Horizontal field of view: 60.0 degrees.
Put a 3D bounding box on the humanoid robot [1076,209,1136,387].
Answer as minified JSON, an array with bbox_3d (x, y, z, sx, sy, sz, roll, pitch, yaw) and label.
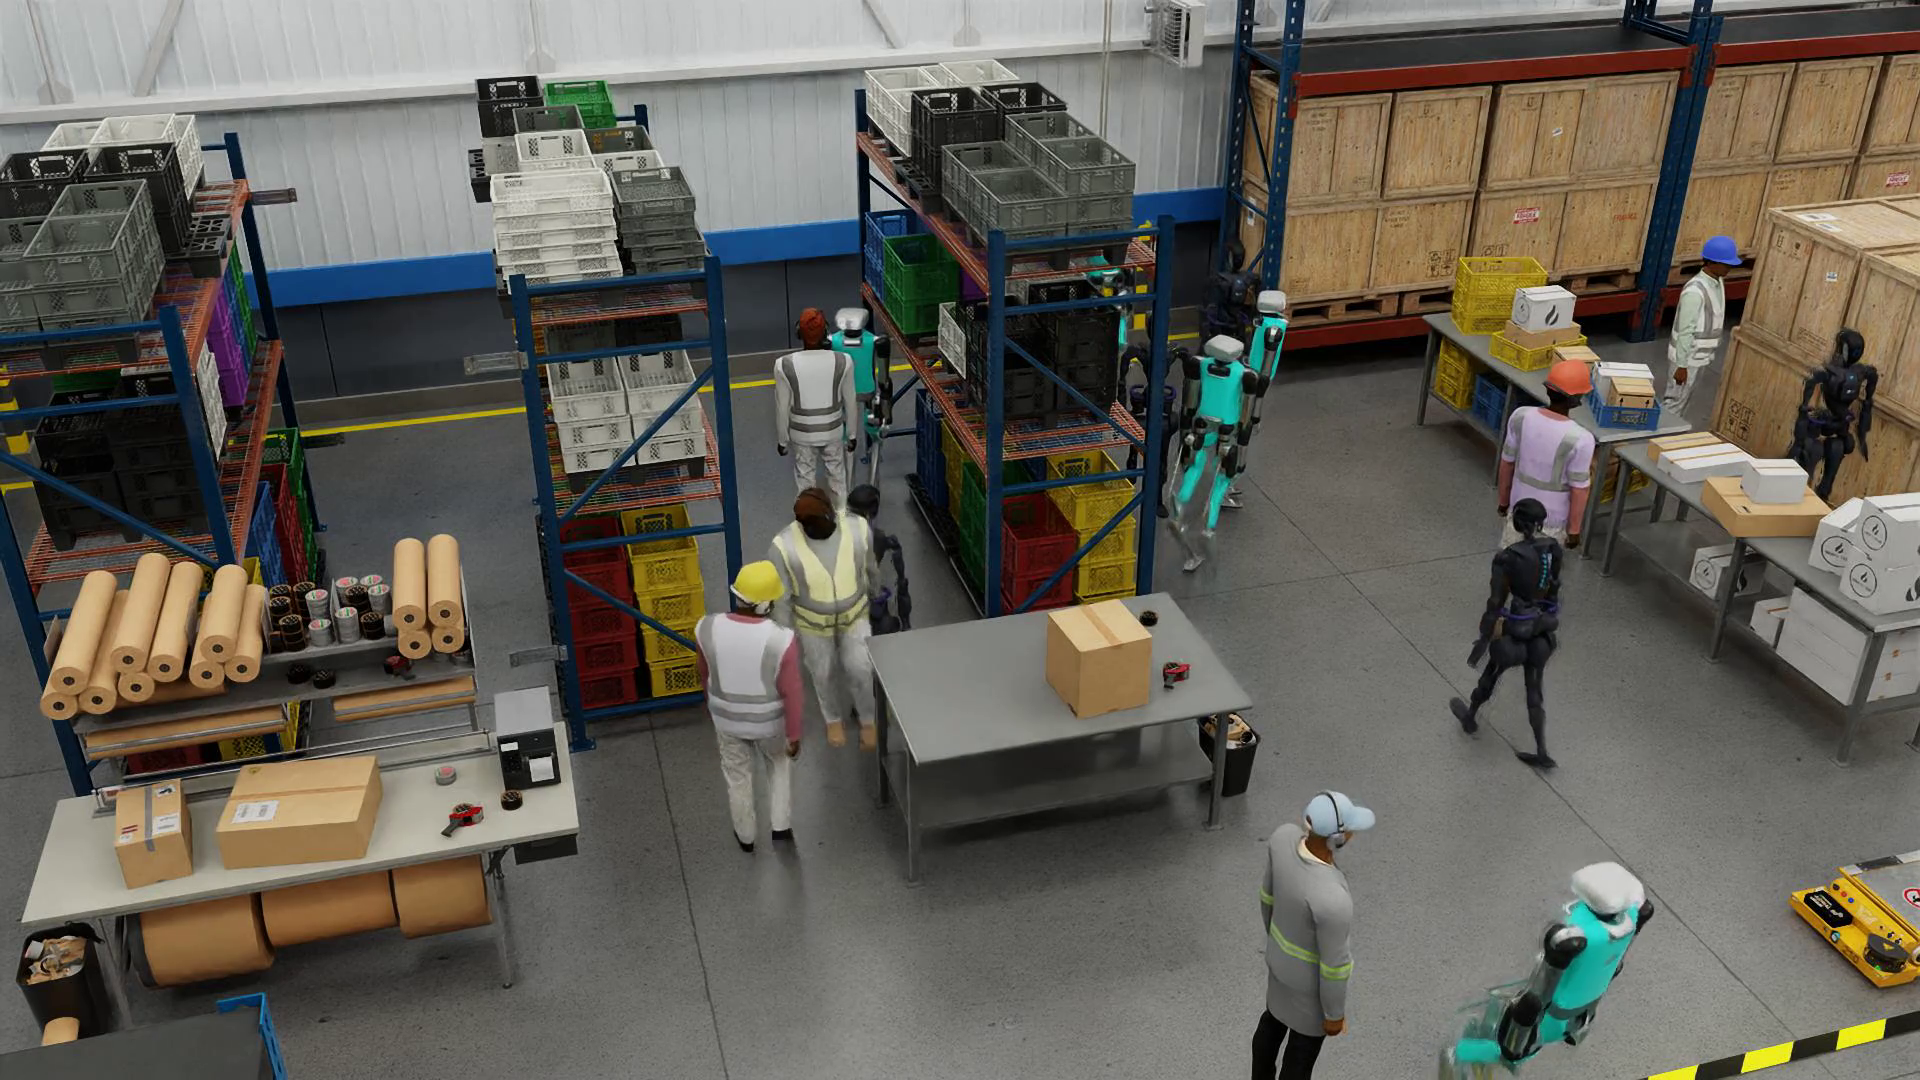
[{"bbox_3d":[1.324,-1.891,14.148,0.535,1.812,0.802,-9,30,-16],"label":"humanoid robot"}]

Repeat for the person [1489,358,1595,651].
[{"bbox_3d":[3.748,-0.210,10.704,0.391,2.041,0.610,-20,35,-32],"label":"person"}]

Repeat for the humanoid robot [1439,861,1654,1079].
[{"bbox_3d":[2.358,1.975,7.056,0.572,1.768,0.794,-16,33,-27],"label":"humanoid robot"}]

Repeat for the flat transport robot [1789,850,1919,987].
[{"bbox_3d":[5.163,1.916,8.676,1.431,0.231,0.659,-8,30,-14],"label":"flat transport robot"}]

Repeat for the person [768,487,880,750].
[{"bbox_3d":[-0.776,0.459,9.741,0.655,1.801,0.496,-7,30,-13],"label":"person"}]

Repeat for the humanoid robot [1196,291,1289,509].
[{"bbox_3d":[2.025,-1.057,12.465,0.742,1.693,0.533,3,29,5],"label":"humanoid robot"}]

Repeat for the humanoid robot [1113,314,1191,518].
[{"bbox_3d":[1.443,-0.933,12.385,0.599,1.653,0.315,0,29,0],"label":"humanoid robot"}]

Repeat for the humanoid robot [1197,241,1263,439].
[{"bbox_3d":[2.226,-1.715,13.853,0.587,1.633,0.728,-7,30,-13],"label":"humanoid robot"}]

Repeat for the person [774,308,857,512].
[{"bbox_3d":[-1.016,-0.746,11.842,0.582,1.882,0.337,-6,29,-10],"label":"person"}]

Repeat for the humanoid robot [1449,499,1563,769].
[{"bbox_3d":[3.272,0.536,9.754,0.599,1.629,0.766,-14,32,-24],"label":"humanoid robot"}]

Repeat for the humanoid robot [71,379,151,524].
[{"bbox_3d":[-6.286,-0.837,12.254,0.610,1.653,0.406,18,34,30],"label":"humanoid robot"}]

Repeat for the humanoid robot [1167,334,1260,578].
[{"bbox_3d":[1.673,-0.471,11.554,0.540,1.858,0.680,17,33,29],"label":"humanoid robot"}]

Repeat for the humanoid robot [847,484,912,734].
[{"bbox_3d":[-0.522,0.399,9.971,0.609,1.647,0.480,14,32,24],"label":"humanoid robot"}]

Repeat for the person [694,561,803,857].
[{"bbox_3d":[-1.108,0.918,8.892,0.561,1.809,0.478,0,29,0],"label":"person"}]

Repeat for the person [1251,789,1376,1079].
[{"bbox_3d":[1.515,1.837,7.174,0.390,1.850,0.599,-9,30,-15],"label":"person"}]

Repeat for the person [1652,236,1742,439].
[{"bbox_3d":[5.763,-1.458,13.072,0.395,1.945,0.615,20,35,32],"label":"person"}]

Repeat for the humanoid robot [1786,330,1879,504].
[{"bbox_3d":[6.303,-0.764,12.088,0.589,1.649,0.395,-3,29,-5],"label":"humanoid robot"}]

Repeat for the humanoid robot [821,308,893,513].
[{"bbox_3d":[-0.751,-0.984,12.402,0.535,1.742,0.762,0,29,1],"label":"humanoid robot"}]
